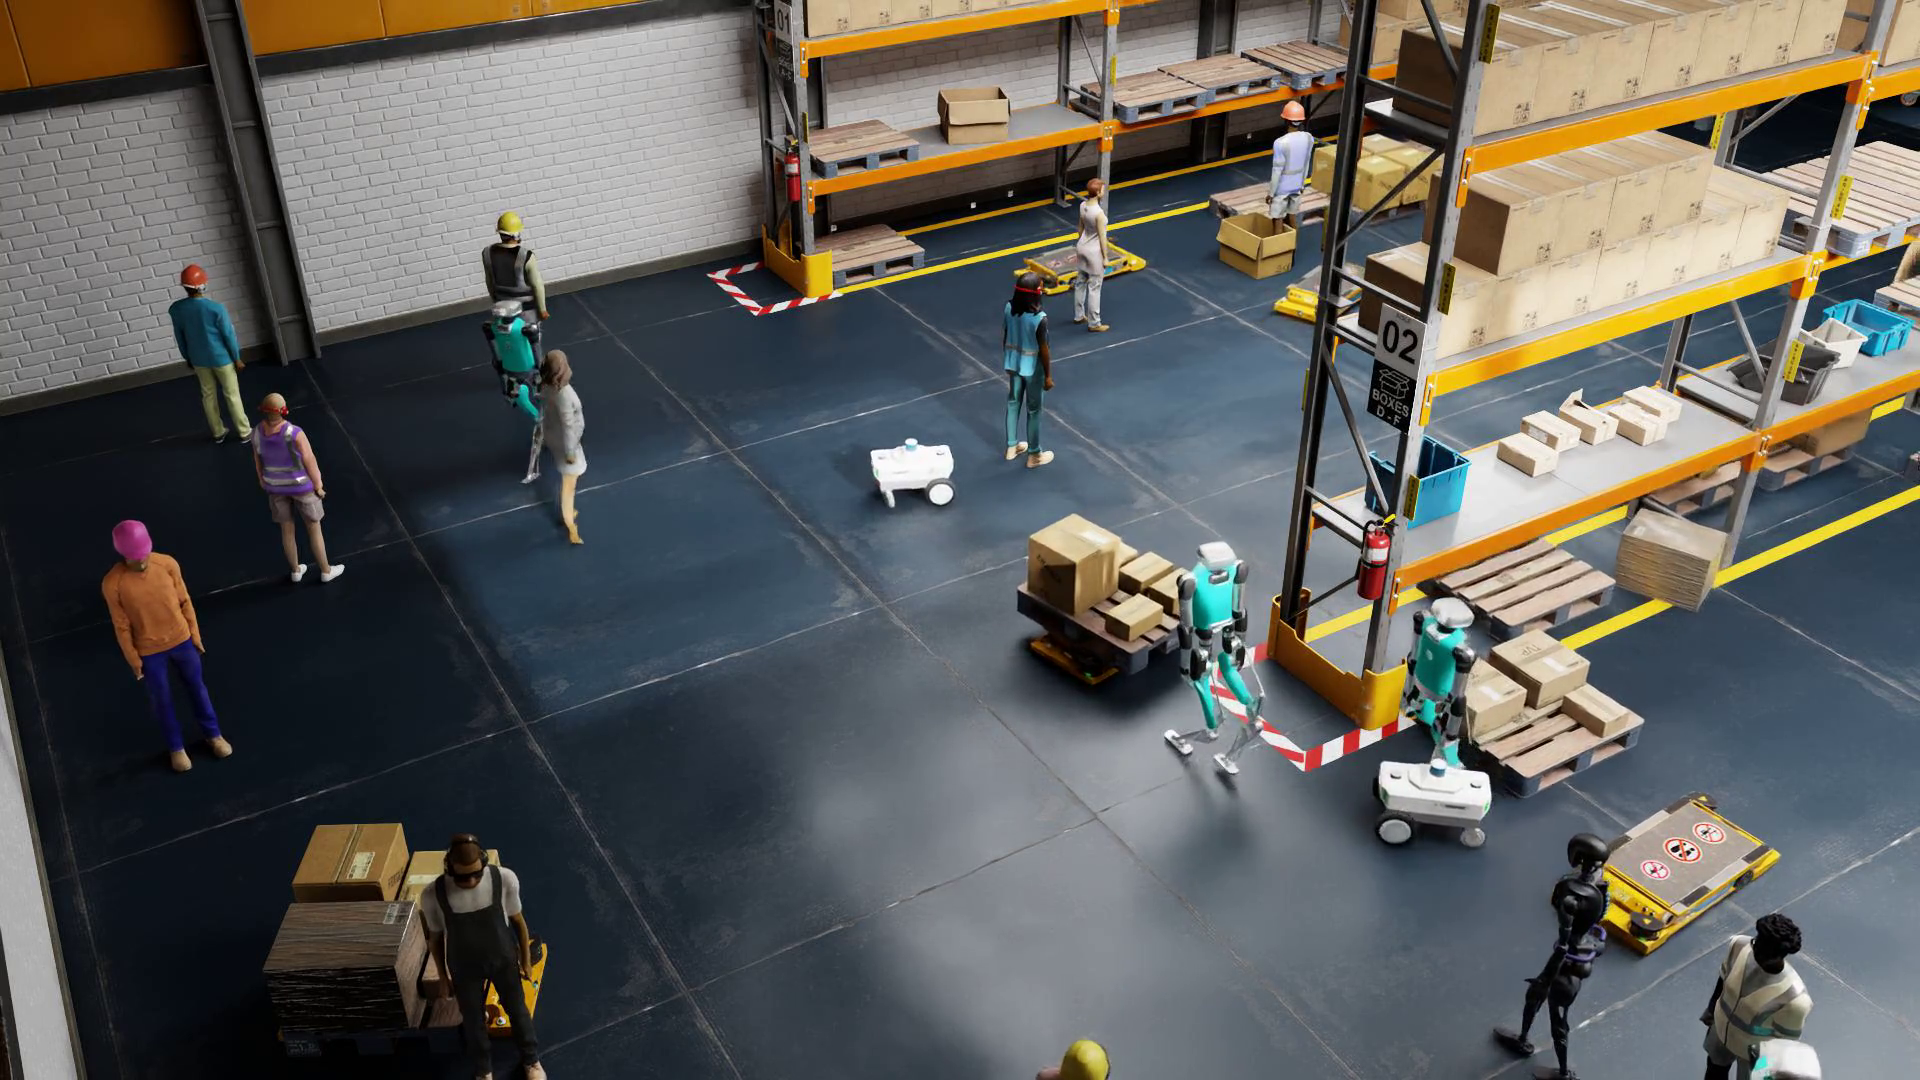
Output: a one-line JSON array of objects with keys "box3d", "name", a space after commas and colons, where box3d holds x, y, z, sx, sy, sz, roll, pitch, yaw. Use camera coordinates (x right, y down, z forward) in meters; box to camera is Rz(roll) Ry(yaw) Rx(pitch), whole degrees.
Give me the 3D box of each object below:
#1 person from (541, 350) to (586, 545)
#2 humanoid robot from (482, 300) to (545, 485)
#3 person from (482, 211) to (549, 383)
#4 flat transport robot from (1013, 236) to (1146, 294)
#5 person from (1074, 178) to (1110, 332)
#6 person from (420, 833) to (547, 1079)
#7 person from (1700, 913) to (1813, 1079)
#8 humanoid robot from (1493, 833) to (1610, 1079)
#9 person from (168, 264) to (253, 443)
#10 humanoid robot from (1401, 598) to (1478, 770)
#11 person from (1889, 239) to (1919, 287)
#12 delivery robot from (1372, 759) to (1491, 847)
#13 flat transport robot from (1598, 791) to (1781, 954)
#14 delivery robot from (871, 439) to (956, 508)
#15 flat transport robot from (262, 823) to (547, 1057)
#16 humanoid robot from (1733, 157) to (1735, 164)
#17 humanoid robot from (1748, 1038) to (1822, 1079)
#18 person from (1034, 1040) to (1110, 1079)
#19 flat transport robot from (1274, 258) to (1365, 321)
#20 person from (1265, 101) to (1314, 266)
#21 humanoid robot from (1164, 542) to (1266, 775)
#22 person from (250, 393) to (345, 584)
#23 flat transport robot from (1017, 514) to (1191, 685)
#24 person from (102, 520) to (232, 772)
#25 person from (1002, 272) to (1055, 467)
[{"box3d": [-3.308, -0.781, 14.044, 0.358, 1.638, 0.663, -15, 35, -23], "name": "person"}, {"box3d": [-3.792, -1.424, 15.004, 0.570, 1.778, 0.906, 11, 34, 17], "name": "humanoid robot"}, {"box3d": [-4.328, -2.345, 16.352, 0.599, 1.830, 0.404, 9, 33, 14], "name": "person"}, {"box3d": [1.382, -3.156, 19.118, 1.431, 0.231, 0.659, -20, 37, -29], "name": "flat transport robot"}, {"box3d": [1.407, -3.014, 17.578, 0.285, 1.660, 0.441, -20, 37, -28], "name": "person"}, {"box3d": [-2.560, 2.289, 8.959, 0.502, 1.837, 0.334, -10, 34, -16], "name": "person"}, {"box3d": [4.074, 2.579, 8.634, 0.320, 1.692, 0.535, -11, 34, -17], "name": "person"}, {"box3d": [3.295, 2.290, 9.118, 0.540, 1.637, 0.611, 22, 38, 31], "name": "humanoid robot"}, {"box3d": [-6.933, -1.720, 15.427, 0.563, 1.752, 0.334, 3, 32, 6], "name": "person"}, {"box3d": [3.239, 1.150, 10.963, 0.677, 1.884, 0.563, -14, 35, -21], "name": "humanoid robot"}, {"box3d": [10.557, -3.302, 17.996, 0.882, 1.706, 0.559, -15, 35, -22], "name": "person"}, {"box3d": [3.151, 1.717, 11.069, 0.762, 0.587, 0.499, 6, 33, 9], "name": "delivery robot"}, {"box3d": [4.588, 2.116, 10.710, 1.431, 0.231, 0.659, -21, 38, -29], "name": "flat transport robot"}, {"box3d": [-0.391, -0.604, 14.795, 0.783, 0.612, 0.524, -4, 32, -7], "name": "delivery robot"}, {"box3d": [-3.229, 2.651, 9.855, 1.431, 0.231, 0.659, -1, 32, -2], "name": "flat transport robot"}, {"box3d": [8.584, -3.969, 19.091, 0.479, 1.637, 0.584, -6, 33, -9], "name": "humanoid robot"}, {"box3d": [3.973, 3.089, 7.875, 0.788, 1.878, 0.530, 2, 32, 4], "name": "humanoid robot"}, {"box3d": [0.551, 3.005, 7.886, 0.551, 1.749, 0.417, 14, 35, 21], "name": "person"}, {"box3d": [4.136, -2.785, 18.526, 0.659, 0.231, 1.431, 22, 38, 31], "name": "flat transport robot"}, {"box3d": [3.705, -4.032, 18.945, 0.551, 1.935, 0.358, -19, 37, -28], "name": "person"}, {"box3d": [1.795, 0.897, 11.286, 0.546, 1.781, 0.890, -14, 35, -21], "name": "humanoid robot"}, {"box3d": [-5.373, -0.407, 13.391, 0.493, 1.692, 0.340, 2, 32, 3], "name": "person"}, {"box3d": [1.281, 0.649, 13.049, 1.431, 0.231, 0.659, -27, 41, -36], "name": "flat transport robot"}, {"box3d": [-5.447, 0.707, 11.359, 0.511, 1.975, 0.406, -25, 40, -34], "name": "person"}, {"box3d": [0.607, -1.538, 15.033, 0.532, 1.866, 0.387, 25, 40, 34], "name": "person"}]
